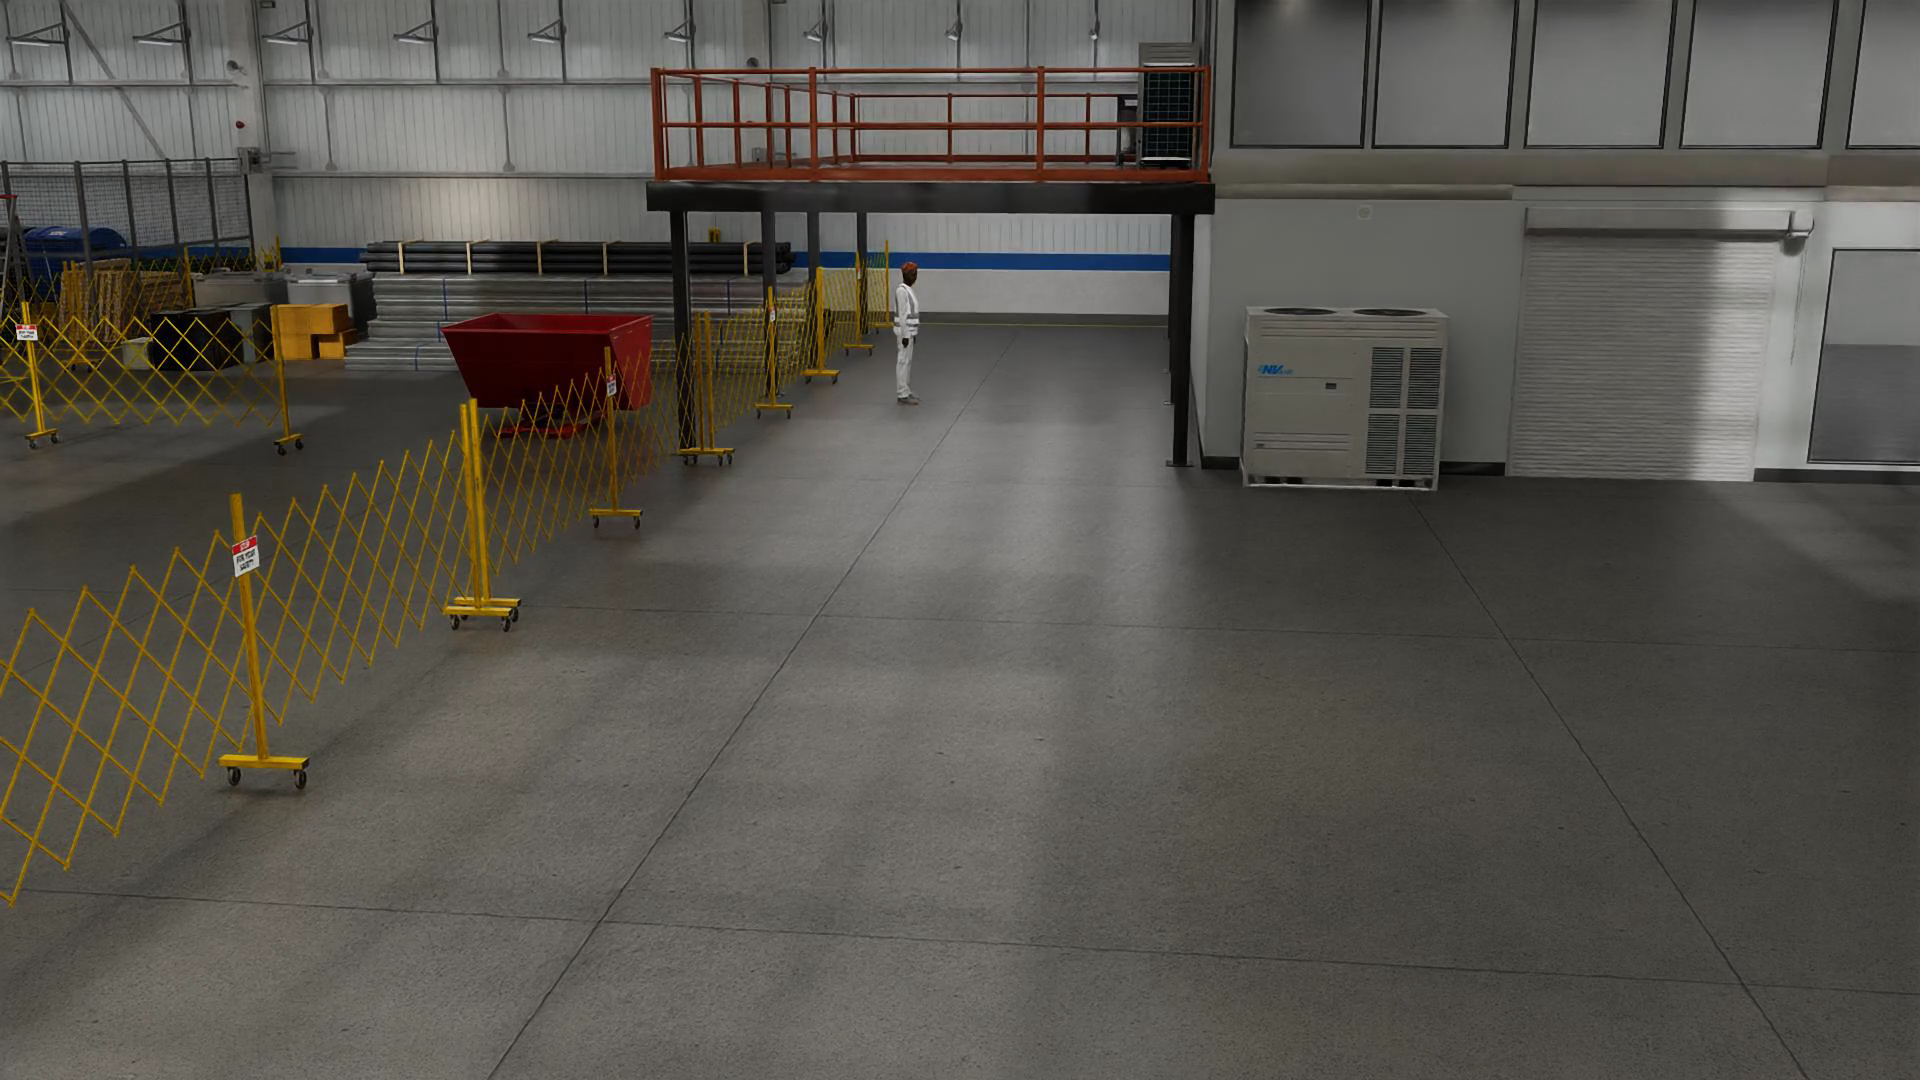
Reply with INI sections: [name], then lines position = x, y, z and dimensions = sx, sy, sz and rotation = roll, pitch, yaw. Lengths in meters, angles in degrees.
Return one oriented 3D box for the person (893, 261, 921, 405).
[person]
position = -0.700, -2.744, 22.079
dimensions = 0.354, 1.886, 0.572
rotation = 2, 14, 7
